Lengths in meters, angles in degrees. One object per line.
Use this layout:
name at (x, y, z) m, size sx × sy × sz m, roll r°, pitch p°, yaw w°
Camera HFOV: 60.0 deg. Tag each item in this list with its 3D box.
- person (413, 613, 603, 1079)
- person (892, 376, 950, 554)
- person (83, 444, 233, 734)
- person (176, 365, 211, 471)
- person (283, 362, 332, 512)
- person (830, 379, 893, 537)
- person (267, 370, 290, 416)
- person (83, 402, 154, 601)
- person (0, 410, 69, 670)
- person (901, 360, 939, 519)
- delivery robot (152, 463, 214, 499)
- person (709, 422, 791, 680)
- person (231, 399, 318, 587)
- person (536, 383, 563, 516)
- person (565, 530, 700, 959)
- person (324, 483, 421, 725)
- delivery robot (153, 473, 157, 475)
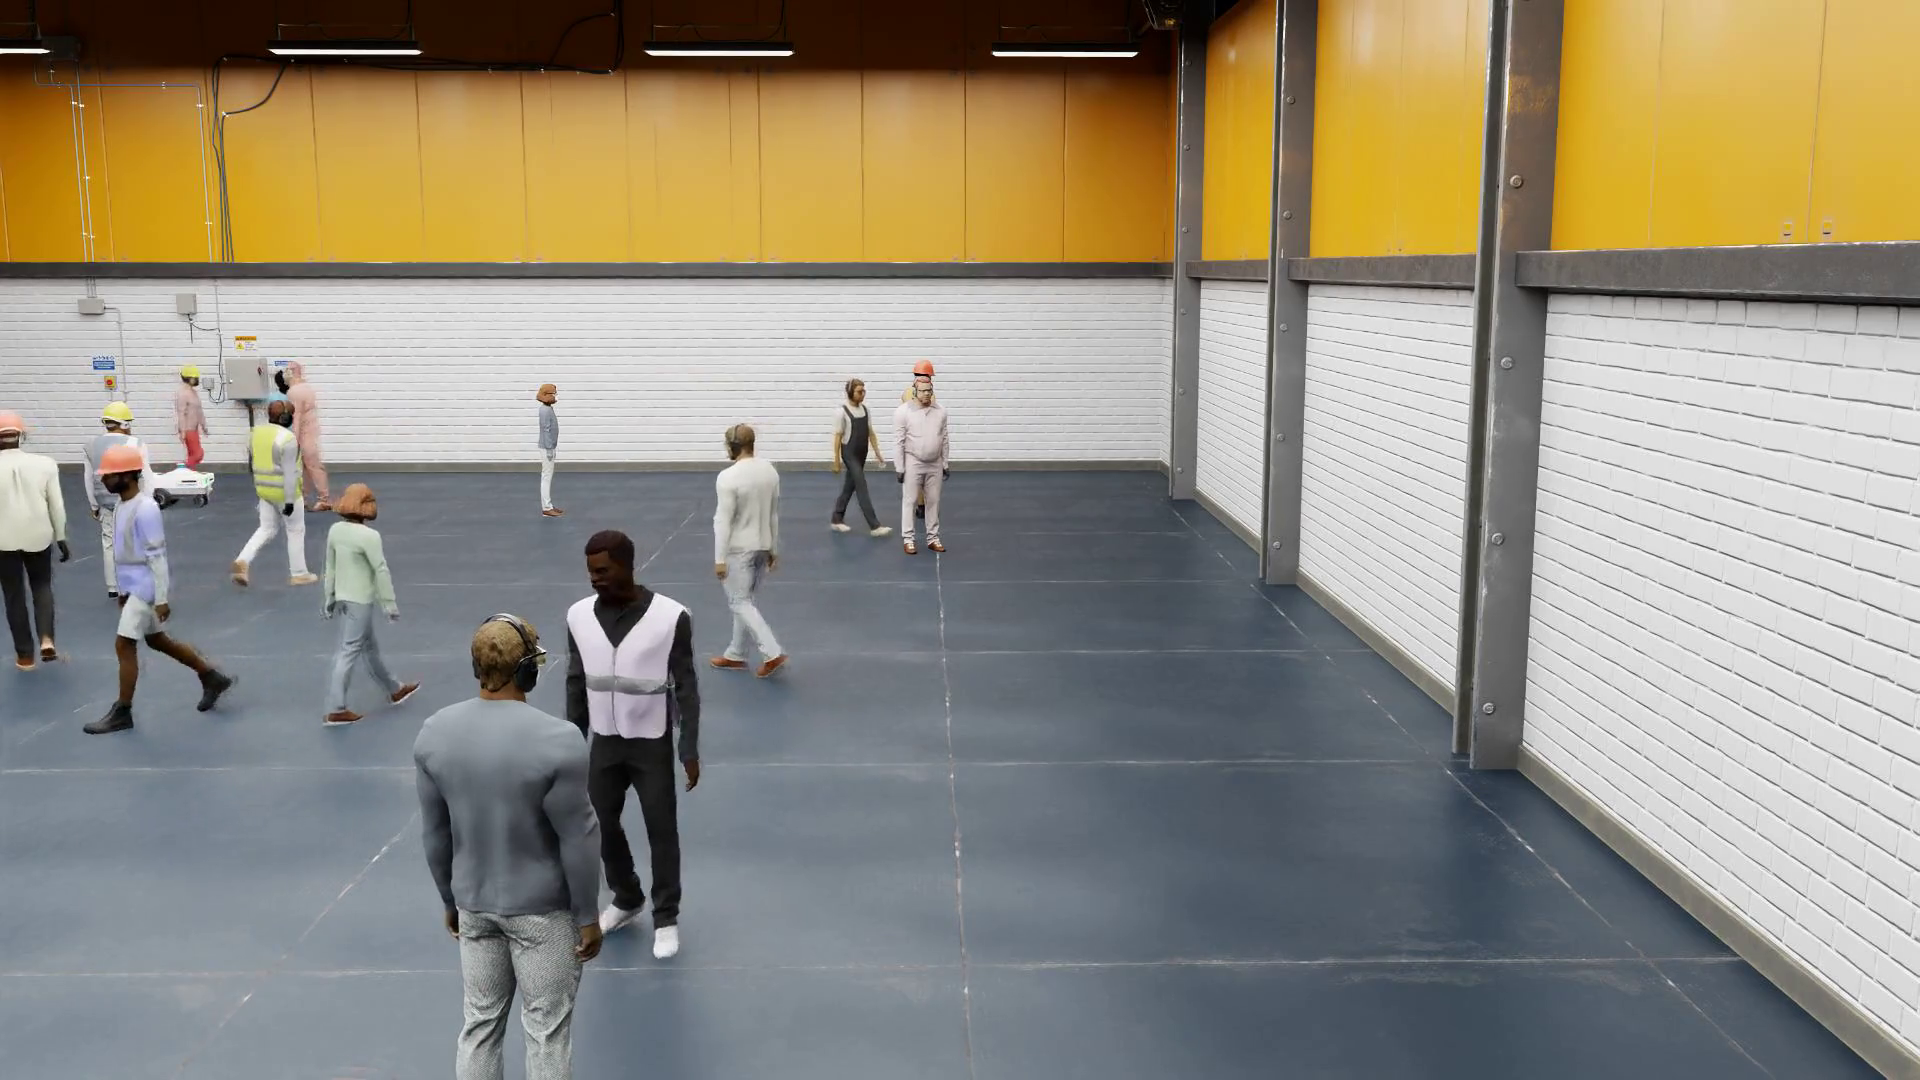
person at (-1.448, 1.191, 5.433) m, size 0.632 × 1.940 × 0.372 m, roll 3°, pitch 10°, yaw 17°
person at (-0.394, -0.797, 17.751) m, size 0.645 × 1.902 × 0.403 m, roll -5°, pitch 11°, yaw -28°
person at (-5.371, 0.293, 11.070) m, size 0.931 × 1.904 × 0.556 m, roll -8°, pitch 12°, yaw -41°
person at (-10.341, -1.482, 22.422) m, size 0.372 × 1.749 × 0.526 m, roll -1°, pitch 9°, yaw -8°
person at (-8.247, -1.287, 20.885) m, size 0.667 × 1.871 × 0.658 m, roll -2°, pitch 9°, yaw -10°
person at (-1.137, -0.934, 18.937) m, size 0.945 × 1.790 × 0.510 m, roll 6°, pitch 11°, yaw 33°
person at (-9.025, -1.448, 22.421) m, size 0.661 × 1.676 × 0.548 m, roll 1°, pitch 9°, yaw 5°
person at (-7.650, -0.348, 15.200) m, size 0.595 × 1.828 × 0.403 m, roll 0°, pitch 9°, yaw 0°
person at (-7.106, 0.007, 12.556) m, size 0.646 × 1.980 × 0.434 m, roll -8°, pitch 12°, yaw -40°
person at (-0.466, -1.226, 20.290) m, size 0.382 × 1.929 × 0.543 m, roll -9°, pitch 13°, yaw -43°
delivery robot at (-9.903, -0.734, 21.179) m, size 0.707 × 0.478 × 0.477 m, roll -2°, pitch 9°, yaw -10°
person at (-1.560, 0.084, 12.298) m, size 0.796 × 1.921 × 0.642 m, roll 6°, pitch 11°, yaw 30°
person at (-6.522, -0.430, 15.772) m, size 0.632 × 1.813 × 0.788 m, roll 5°, pitch 10°, yaw 26°
person at (-5.049, -1.109, 20.467) m, size 0.279 × 1.634 × 0.498 m, roll -2°, pitch 9°, yaw -11°
person at (-1.433, 0.895, 7.408) m, size 0.658 × 1.903 × 0.388 m, roll 2°, pitch 10°, yaw 14°
person at (-3.976, 0.409, 11.238) m, size 0.526 × 1.590 × 0.833 m, roll 7°, pitch 12°, yaw 38°
delivery robot at (-10.633, -0.751, 21.287) m, size 0.707 × 0.478 × 0.477 m, roll 2°, pitch 9°, yaw 11°
